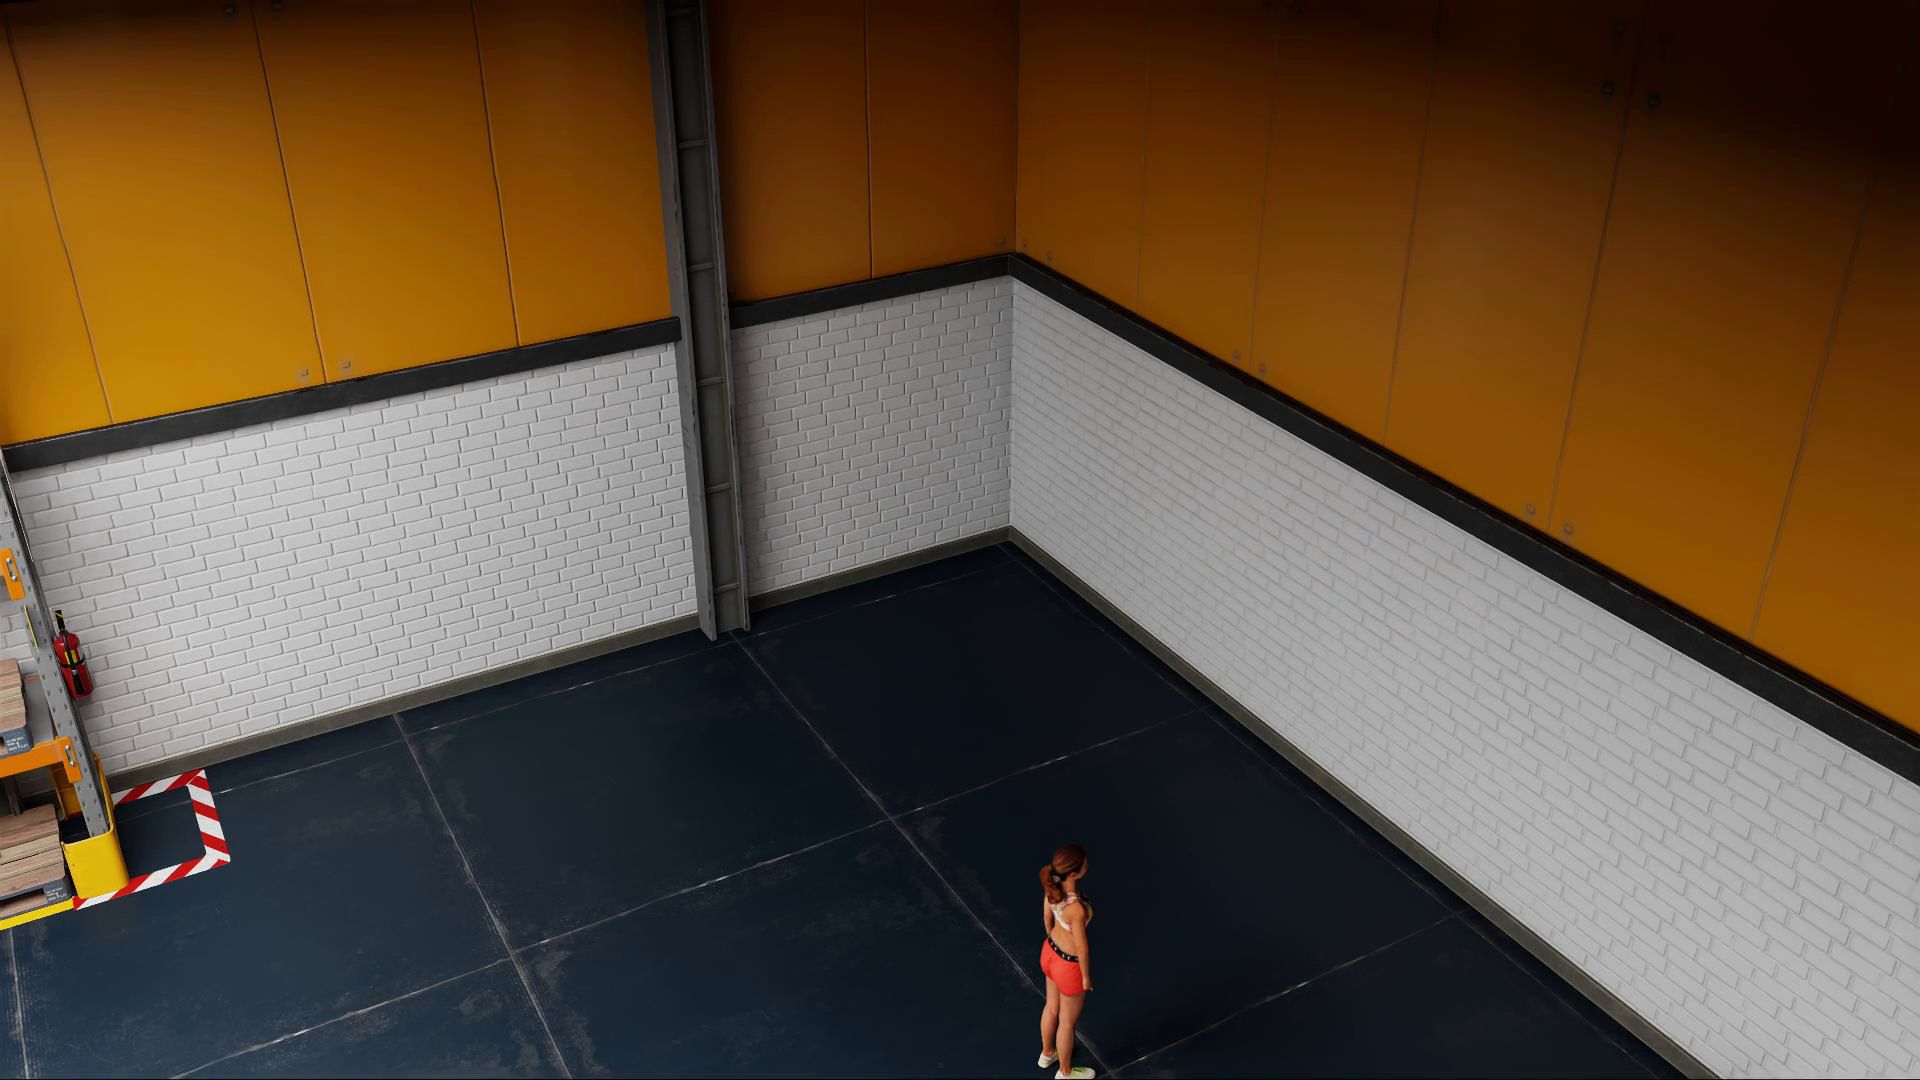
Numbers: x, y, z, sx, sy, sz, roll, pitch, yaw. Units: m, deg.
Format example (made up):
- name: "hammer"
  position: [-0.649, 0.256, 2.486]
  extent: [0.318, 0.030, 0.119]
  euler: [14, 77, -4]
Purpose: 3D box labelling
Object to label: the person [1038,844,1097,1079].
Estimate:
- name: "person"
  position: [0.646, 2.602, 10.233]
  extent: [0.551, 1.791, 0.581]
  euler: [-14, 32, -24]
